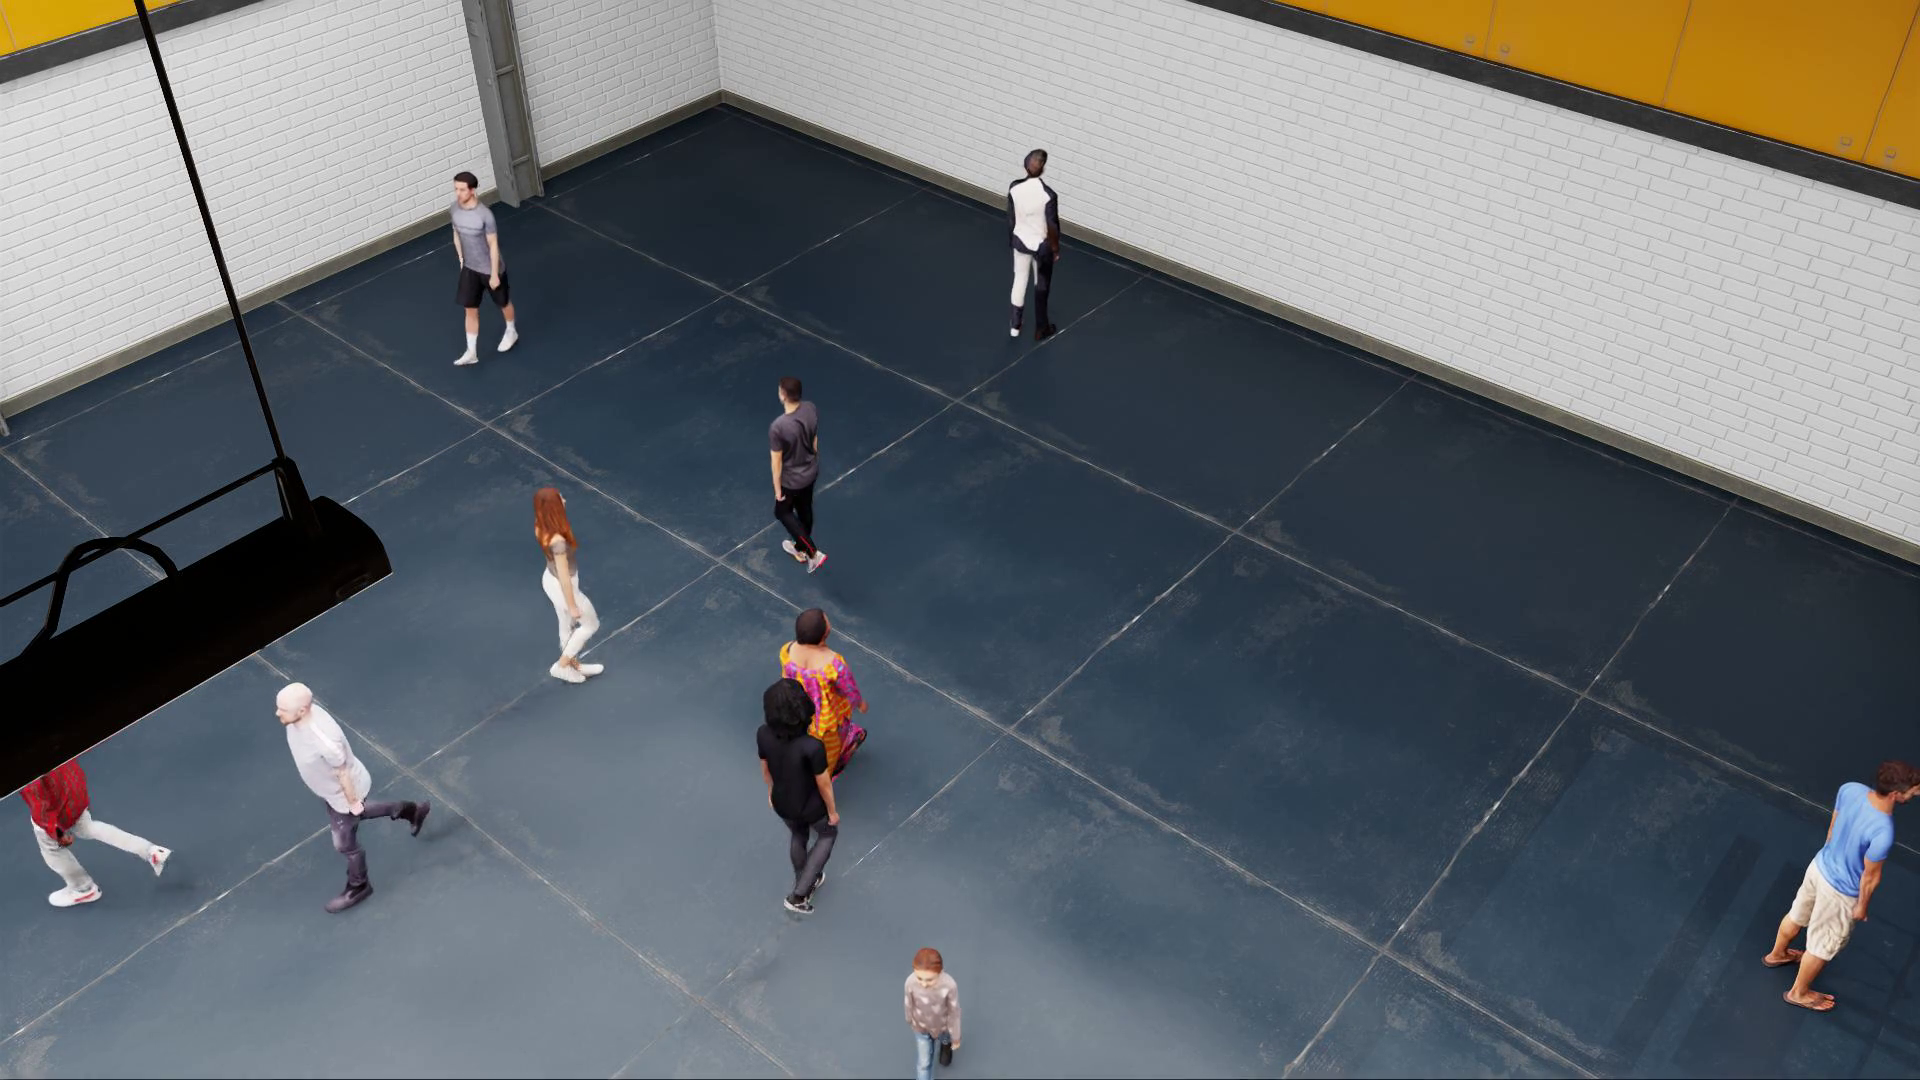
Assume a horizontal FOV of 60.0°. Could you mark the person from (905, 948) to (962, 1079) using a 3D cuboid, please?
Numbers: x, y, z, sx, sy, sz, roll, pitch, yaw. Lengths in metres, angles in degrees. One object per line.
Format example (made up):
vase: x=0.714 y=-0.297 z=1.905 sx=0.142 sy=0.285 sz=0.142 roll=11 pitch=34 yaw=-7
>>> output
person: x=-0.130 y=2.658 z=9.329 sx=0.754 sy=1.177 sz=0.875 roll=2 pitch=39 yaw=3

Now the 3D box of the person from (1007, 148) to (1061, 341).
person: x=0.676 y=-2.749 z=15.526 sx=0.717 sy=1.893 sz=0.650 roll=20 pitch=43 yaw=23

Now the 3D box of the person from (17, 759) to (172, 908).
person: x=-5.426 y=1.590 z=10.169 sx=1.151 sy=1.798 sz=1.081 roll=-3 pitch=39 yaw=-3

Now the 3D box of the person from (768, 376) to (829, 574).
person: x=-1.208 y=-0.470 z=12.786 sx=0.737 sy=1.751 sz=0.814 roll=32 pitch=48 yaw=34

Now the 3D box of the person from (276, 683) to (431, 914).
person: x=-3.750 y=1.494 z=10.285 sx=1.118 sy=1.804 sz=0.756 roll=-29 pitch=47 yaw=-31

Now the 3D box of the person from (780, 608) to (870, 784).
person: x=-0.943 y=1.148 z=10.849 sx=0.706 sy=1.640 sz=1.152 roll=23 pitch=44 yaw=26

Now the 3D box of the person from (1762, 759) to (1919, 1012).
person: x=5.103 y=1.965 z=9.646 sx=0.799 sy=1.864 sz=0.729 roll=-1 pitch=39 yaw=-2

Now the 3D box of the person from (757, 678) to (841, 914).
person: x=-1.019 y=1.631 z=10.102 sx=0.750 sy=1.818 sz=0.795 roll=18 pitch=42 yaw=21

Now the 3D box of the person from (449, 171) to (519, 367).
person: x=-4.332 y=-2.558 z=15.327 sx=0.913 sy=1.843 sz=1.165 roll=13 pitch=40 yaw=16

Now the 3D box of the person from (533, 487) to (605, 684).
person: x=-2.874 y=0.374 z=11.756 sx=0.729 sy=1.718 sz=0.705 roll=-20 pitch=43 yaw=-23
